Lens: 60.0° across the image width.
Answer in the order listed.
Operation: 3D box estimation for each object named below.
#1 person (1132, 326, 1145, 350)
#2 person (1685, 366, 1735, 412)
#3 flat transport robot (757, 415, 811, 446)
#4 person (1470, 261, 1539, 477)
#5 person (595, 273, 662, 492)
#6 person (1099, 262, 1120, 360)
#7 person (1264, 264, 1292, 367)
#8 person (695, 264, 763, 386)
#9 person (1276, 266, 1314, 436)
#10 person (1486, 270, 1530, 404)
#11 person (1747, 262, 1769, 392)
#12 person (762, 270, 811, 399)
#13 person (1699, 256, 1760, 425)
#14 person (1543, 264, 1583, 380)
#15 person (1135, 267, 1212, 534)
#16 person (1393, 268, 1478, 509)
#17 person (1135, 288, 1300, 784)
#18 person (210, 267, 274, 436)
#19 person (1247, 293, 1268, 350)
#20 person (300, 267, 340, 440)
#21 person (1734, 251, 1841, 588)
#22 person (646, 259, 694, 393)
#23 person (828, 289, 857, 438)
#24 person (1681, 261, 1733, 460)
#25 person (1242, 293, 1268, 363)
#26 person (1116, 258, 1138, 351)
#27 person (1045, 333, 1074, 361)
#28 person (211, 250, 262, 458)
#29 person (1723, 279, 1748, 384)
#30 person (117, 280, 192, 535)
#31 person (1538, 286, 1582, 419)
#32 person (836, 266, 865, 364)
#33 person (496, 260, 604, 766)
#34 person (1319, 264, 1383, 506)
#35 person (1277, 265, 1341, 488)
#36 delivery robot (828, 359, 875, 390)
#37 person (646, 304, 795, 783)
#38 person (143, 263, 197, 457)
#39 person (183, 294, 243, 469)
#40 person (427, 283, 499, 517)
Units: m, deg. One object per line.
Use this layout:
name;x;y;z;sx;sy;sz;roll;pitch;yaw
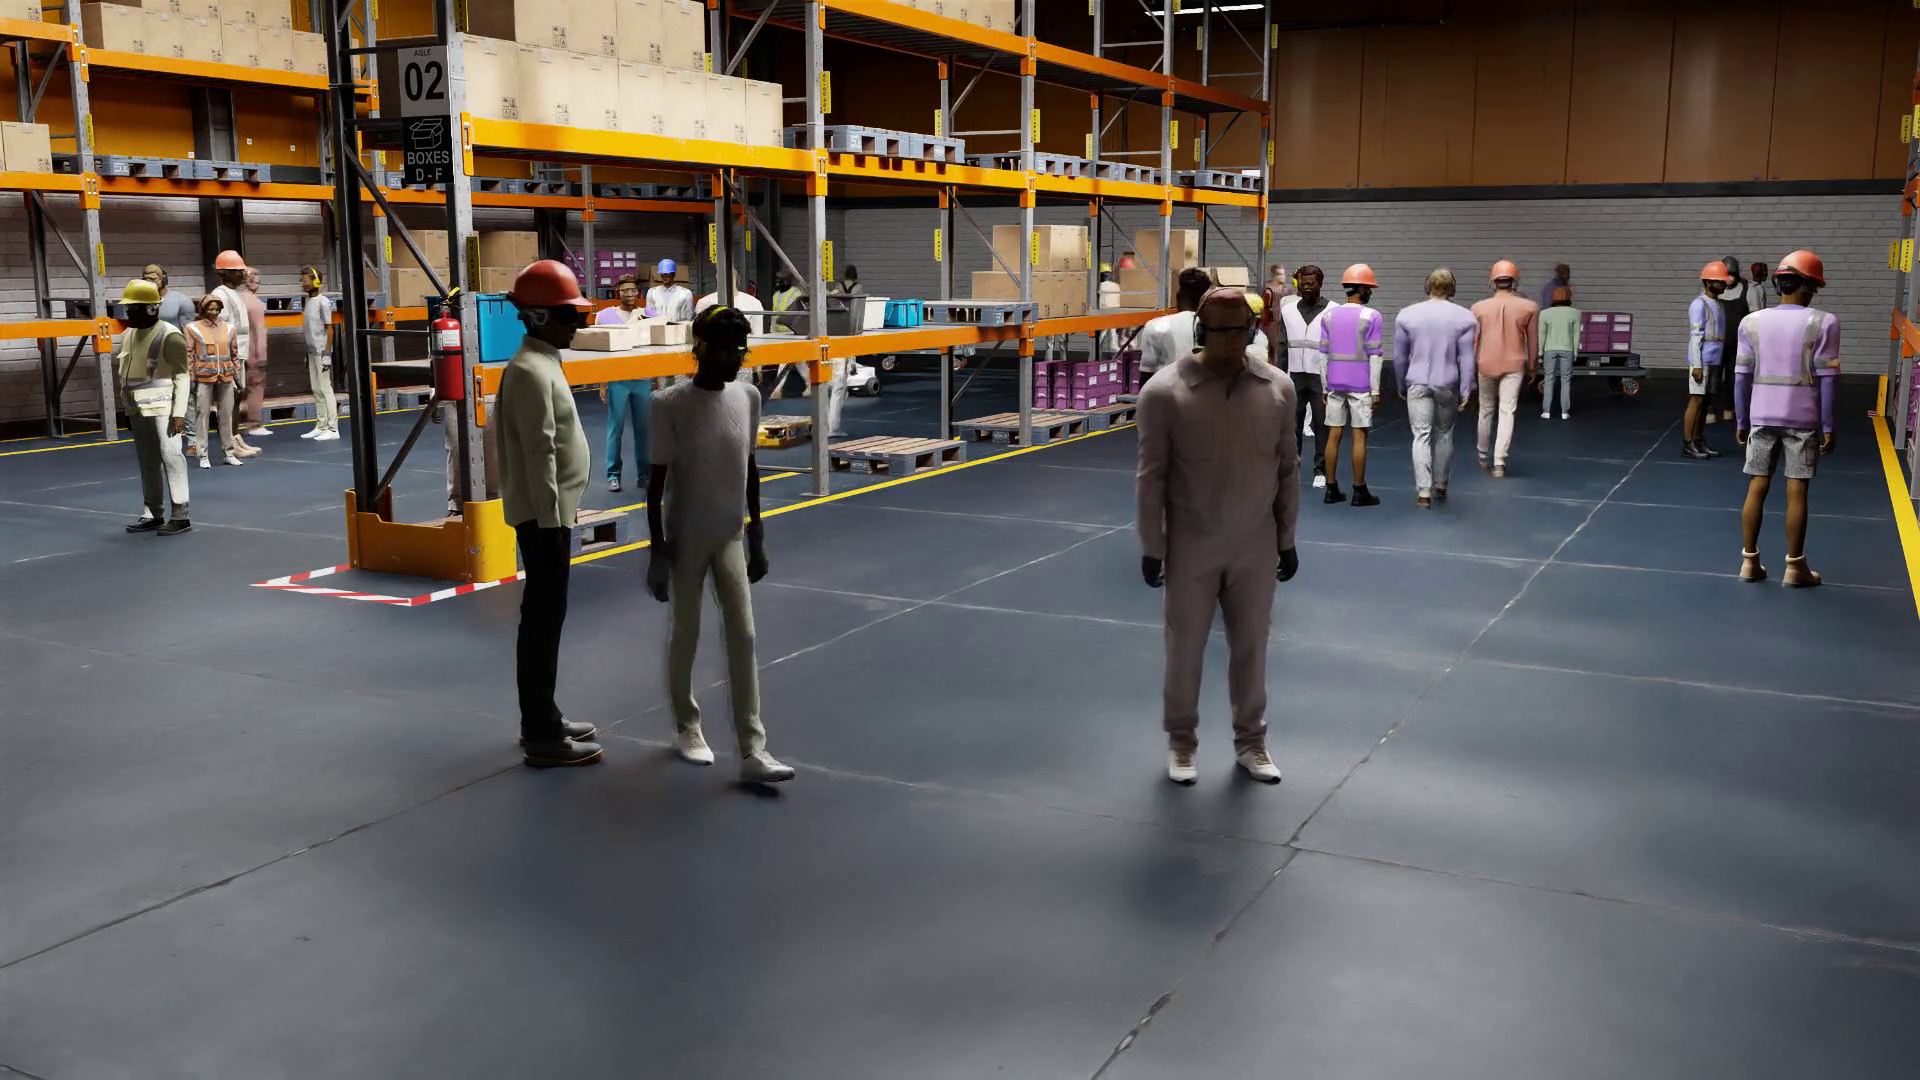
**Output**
person;2.903;-3.261;25.343;0.600;1.835;0.404;-1;10;-6
person;9.593;-2.507;21.045;0.870;1.818;0.618;-7;12;-36
flat transport robot;-1.983;-1.188;17.868;0.652;0.197;1.431;3;10;15
person;4.986;-1.578;15.299;0.624;1.940;1.009;4;10;21
person;-2.818;-1.341;14.197;0.563;1.847;0.394;-5;11;-26
person;2.375;-3.504;26.653;0.603;1.889;0.840;-6;11;-31
person;4.737;-3.244;25.214;0.658;1.865;0.954;-8;13;-39
person;-2.130;-1.595;15.406;0.635;1.937;0.353;-1;10;-6
person;3.759;-2.075;18.367;0.531;1.875;0.316;1;10;5
person;7.313;-2.674;22.030;0.606;1.811;0.677;9;13;41
person;11.525;-3.080;24.156;0.341;1.882;0.587;1;10;3
person;-2.355;-2.875;23.265;0.969;1.793;0.634;-7;12;-37
person;9.170;-2.422;19.894;0.686;2.000;0.999;4;10;20
person;9.571;-3.486;26.659;0.712;1.837;1.008;-8;12;-37
person;1.486;-0.841;11.078;0.598;1.926;0.633;-3;10;-16
person;3.813;-1.227;13.410;0.631;1.892;0.960;3;10;14
person;0.988;-0.006;6.348;0.651;1.895;0.400;-2;10;-10
person;-7.865;-2.048;18.225;0.651;1.875;0.603;5;11;28
person;2.315;-1.174;13.677;0.326;1.705;0.646;-4;10;-20
person;-6.975;-2.010;18.027;0.531;1.863;0.317;10;14;44
person;5.024;-0.728;10.113;0.392;2.033;0.605;-9;13;-41
person;-3.558;-2.462;20.395;0.603;1.949;0.397;1;10;5
person;-1.337;-1.931;18.249;0.424;1.617;0.550;-9;13;-42
person;7.371;-1.762;16.375;0.359;1.936;0.552;10;14;44
person;1.772;-0.668;10.534;0.315;1.769;0.523;6;11;31
person;2.791;-3.603;27.049;0.823;1.953;0.684;-3;10;-16
person;1.518;-3.411;25.950;0.593;1.925;0.384;3;10;16
person;-7.176;-1.833;16.473;0.380;2.045;0.605;-2;10;-11
person;11.891;-3.177;25.445;0.293;1.633;0.505;1;10;7
person;-5.806;-0.946;11.953;0.600;1.830;0.404;5;11;26
person;7.319;-2.289;20.348;0.496;1.623;0.313;3;10;19
person;-1.850;-3.819;28.702;0.527;1.785;1.001;4;10;20
person;-1.629;-0.107;6.634;0.399;1.992;0.630;-3;10;-15
person;3.146;-1.239;13.356;0.547;1.934;0.376;9;14;43
person;3.034;-1.410;14.392;0.597;1.916;0.372;5;11;29
delivery robot;-1.523;-2.309;23.269;0.477;0.478;0.707;8;13;40
person;-0.920;0.026;6.333;0.586;1.818;0.895;-7;12;-37
person;-7.855;-1.759;16.421;0.642;1.926;0.395;-1;10;-5
person;-7.050;-1.500;15.719;0.310;1.640;0.514;9;13;42
person;-3.637;-1.033;12.312;0.584;1.881;0.349;-2;10;-11
